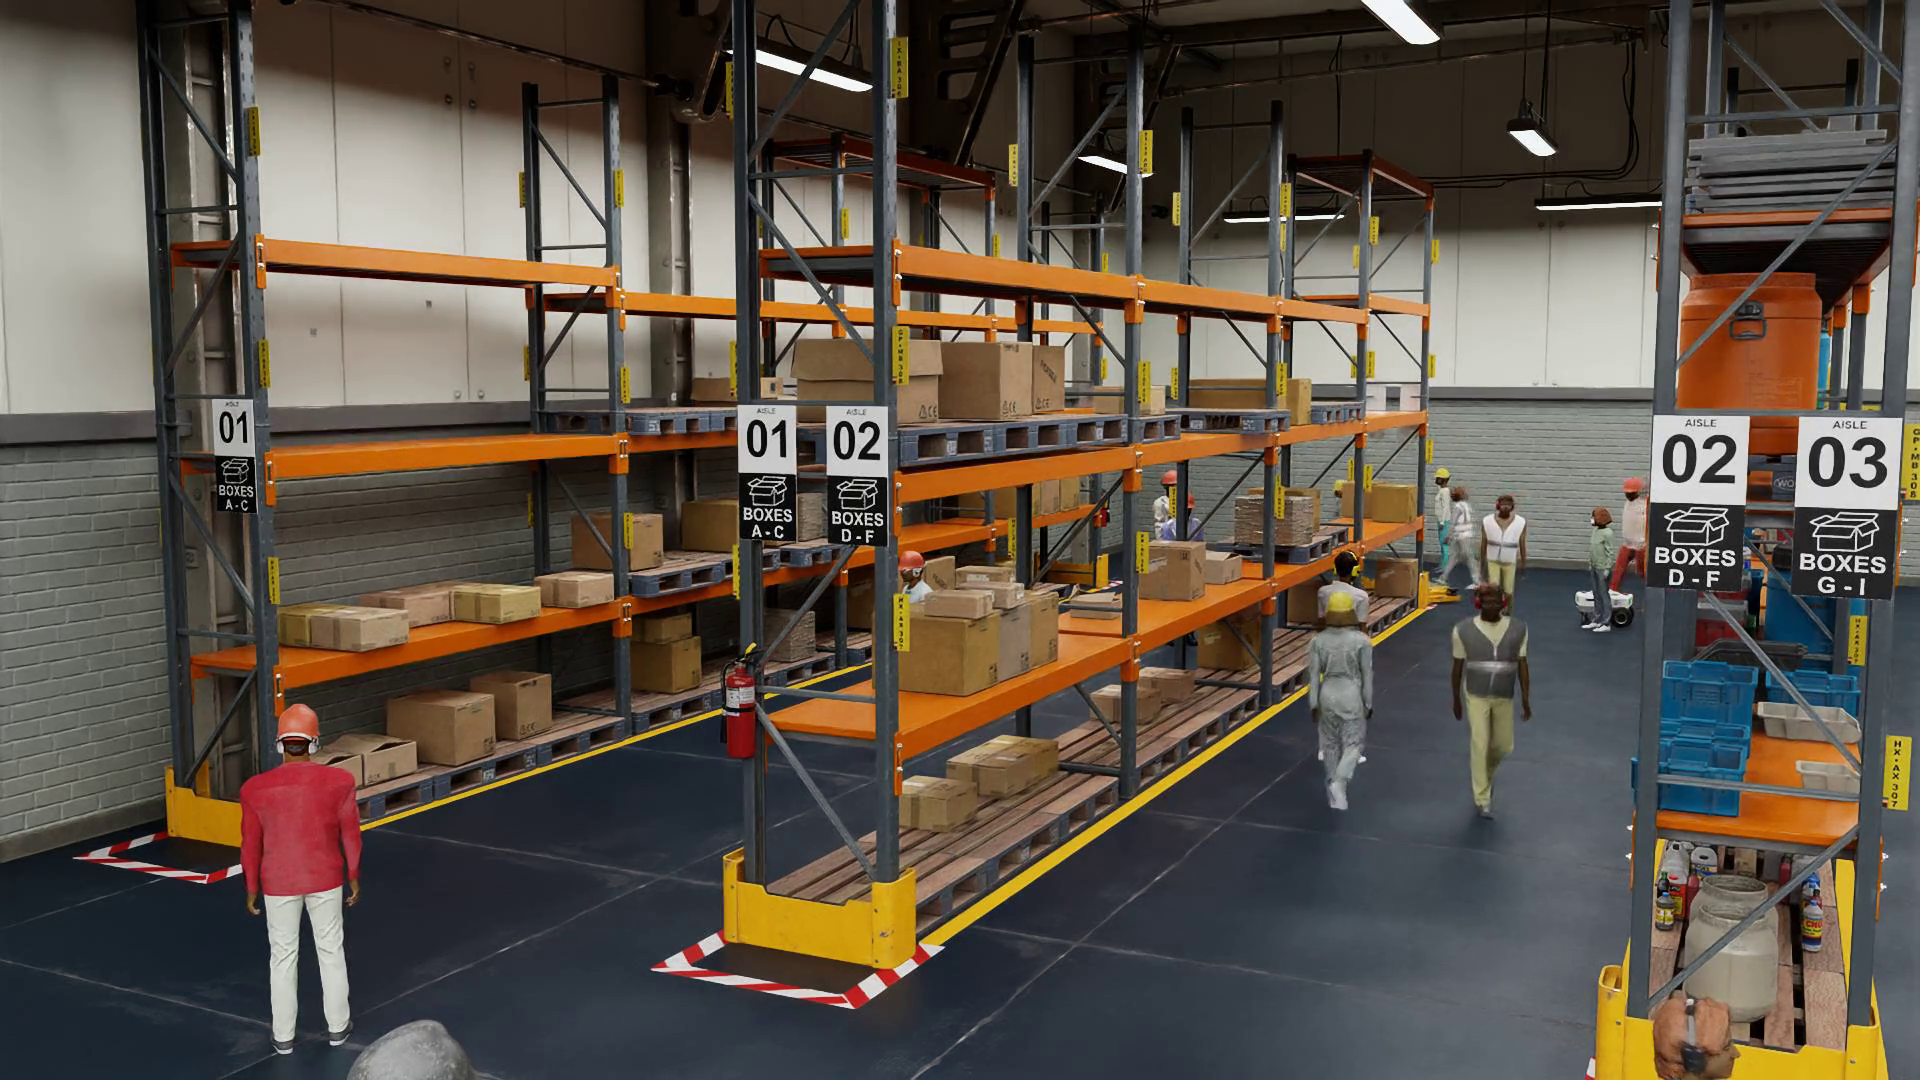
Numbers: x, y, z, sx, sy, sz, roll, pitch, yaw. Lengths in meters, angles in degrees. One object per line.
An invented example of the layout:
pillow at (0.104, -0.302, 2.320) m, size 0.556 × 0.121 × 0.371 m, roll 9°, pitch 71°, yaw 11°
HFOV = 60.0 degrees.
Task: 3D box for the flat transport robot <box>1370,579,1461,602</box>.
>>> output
flat transport robot at (6.762, 0.739, 24.814) m, size 0.652 × 0.197 × 1.431 m, roll -2°, pitch 6°, yaw -19°

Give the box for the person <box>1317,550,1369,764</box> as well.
person at (3.329, 1.021, 14.463) m, size 0.510 × 1.858 × 0.329 m, roll 5°, pitch 8°, yaw 42°

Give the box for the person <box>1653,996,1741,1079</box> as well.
person at (2.083, 2.118, 4.800) m, size 0.306 × 1.645 × 0.521 m, roll 4°, pitch 7°, yaw 37°

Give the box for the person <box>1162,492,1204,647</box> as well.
person at (2.763, 0.364, 20.522) m, size 0.539 × 1.929 × 0.395 m, roll -2°, pitch 6°, yaw -17°

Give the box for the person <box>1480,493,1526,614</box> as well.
person at (7.104, 0.285, 21.779) m, size 0.559 × 1.828 × 0.541 m, roll 2°, pitch 6°, yaw 19°

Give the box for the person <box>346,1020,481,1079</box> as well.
person at (-1.152, 2.039, 3.663) m, size 0.680 × 2.000 × 0.537 m, roll 6°, pitch 8°, yaw 44°

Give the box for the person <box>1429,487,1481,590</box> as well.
person at (7.734, -0.033, 25.893) m, size 0.856 × 1.586 × 0.535 m, roll 3°, pitch 6°, yaw 24°

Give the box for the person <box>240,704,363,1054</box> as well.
person at (-3.315, 1.694, 8.391) m, size 0.573 × 1.750 × 0.331 m, roll -3°, pitch 6°, yaw -24°

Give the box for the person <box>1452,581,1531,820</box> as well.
person at (4.078, 1.200, 12.847) m, size 0.583 × 1.821 × 0.627 m, roll 0°, pitch 6°, yaw 2°

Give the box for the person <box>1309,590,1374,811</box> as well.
person at (2.924, 1.247, 12.836) m, size 0.496 × 1.728 × 0.556 m, roll 3°, pitch 7°, yaw 28°

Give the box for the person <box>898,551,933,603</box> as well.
person at (-0.431, 0.968, 15.487) m, size 0.346 × 1.746 × 0.563 m, roll -3°, pitch 6°, yaw -25°

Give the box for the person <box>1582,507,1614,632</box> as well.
person at (8.351, 0.384, 21.709) m, size 0.266 × 1.631 × 0.507 m, roll 0°, pitch 6°, yaw -4°

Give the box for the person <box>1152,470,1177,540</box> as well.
person at (2.888, 0.071, 22.770) m, size 0.365 × 2.048 × 0.608 m, roll 5°, pitch 8°, yaw 39°

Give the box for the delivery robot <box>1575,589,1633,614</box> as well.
delivery robot at (8.596, 0.820, 22.209) m, size 0.707 × 0.478 × 0.477 m, roll 3°, pitch 6°, yaw 23°

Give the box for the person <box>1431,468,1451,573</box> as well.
person at (8.091, -0.321, 27.930) m, size 0.314 × 1.769 × 0.524 m, roll 1°, pitch 6°, yaw 12°
